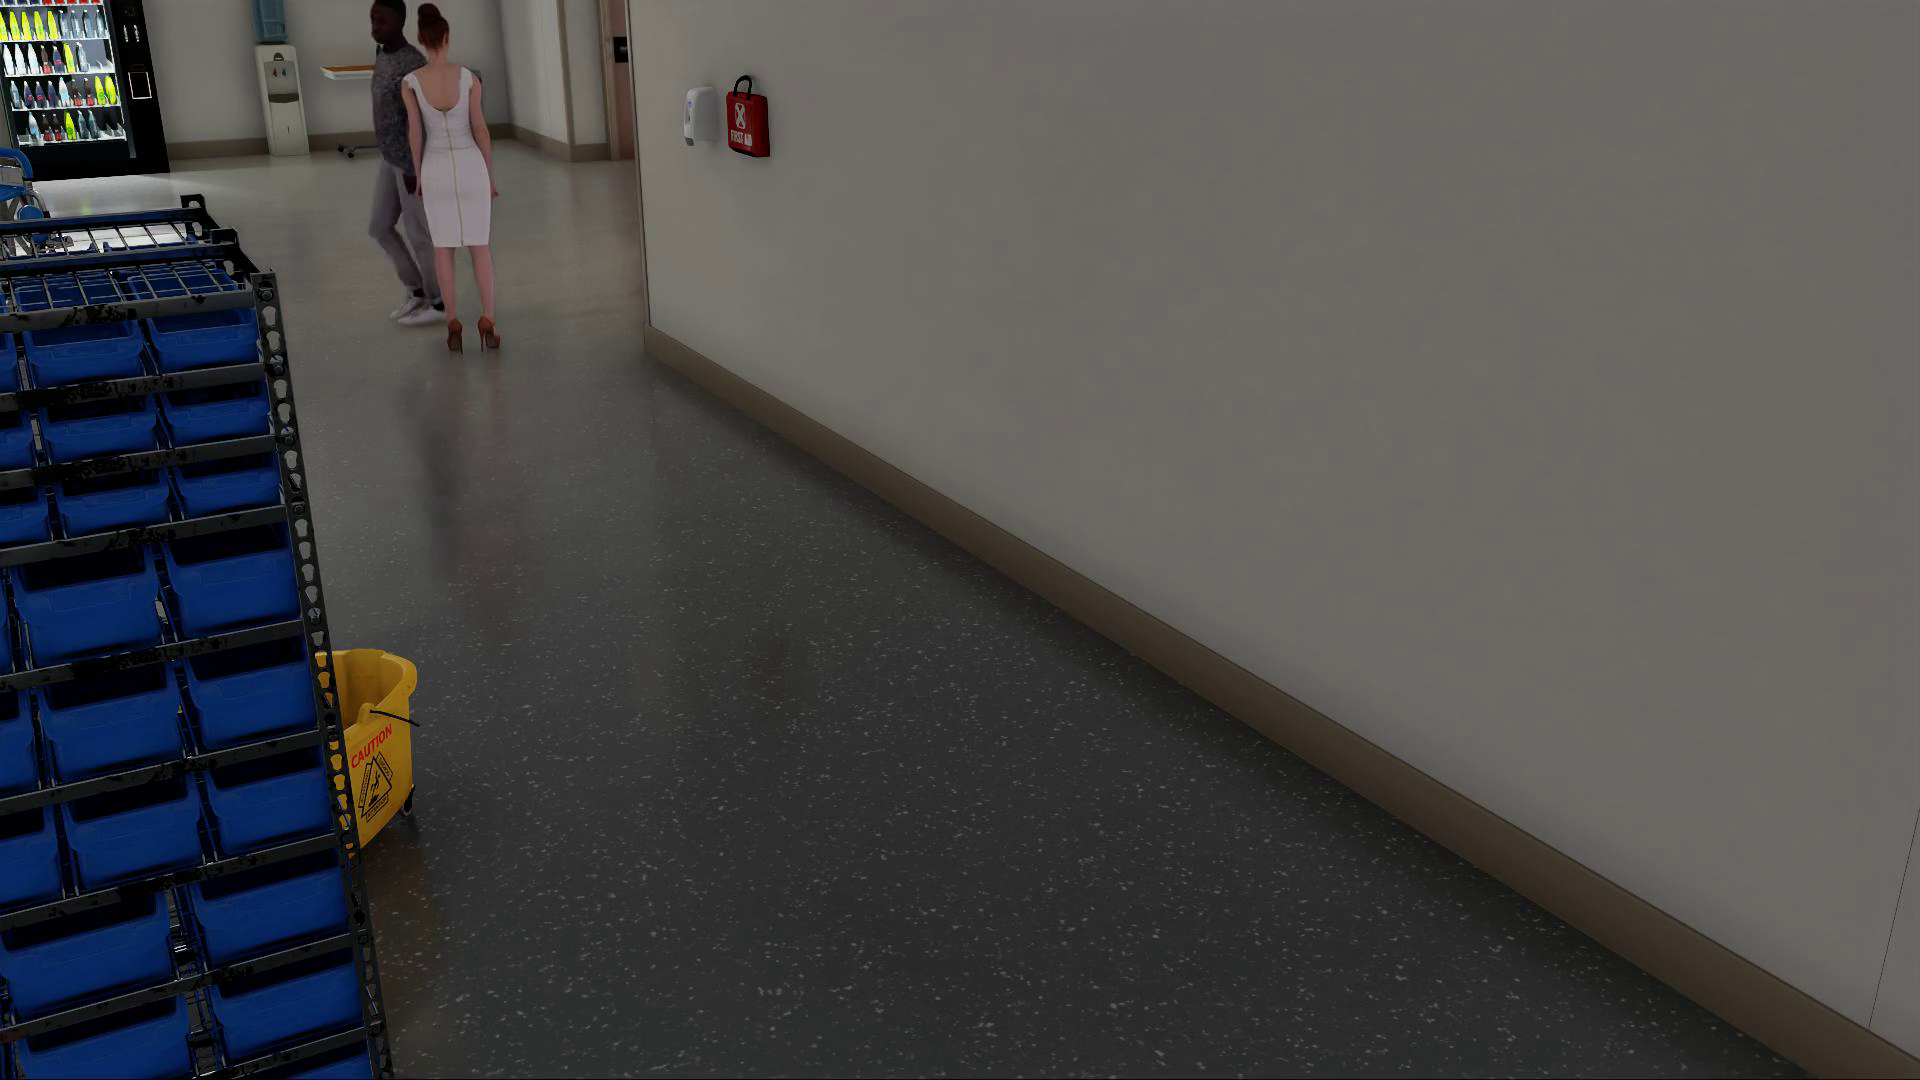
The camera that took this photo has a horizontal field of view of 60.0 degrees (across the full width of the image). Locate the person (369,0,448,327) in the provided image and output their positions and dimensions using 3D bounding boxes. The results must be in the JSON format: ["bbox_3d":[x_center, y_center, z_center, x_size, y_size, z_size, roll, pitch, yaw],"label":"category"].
[{"bbox_3d":[-3.004,-2.100,9.314,0.694,1.812,0.792,-15,25,-34],"label":"person"}]

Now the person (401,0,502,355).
[{"bbox_3d":[-2.670,-1.882,8.754,0.538,1.800,0.694,-3,21,-9],"label":"person"}]
